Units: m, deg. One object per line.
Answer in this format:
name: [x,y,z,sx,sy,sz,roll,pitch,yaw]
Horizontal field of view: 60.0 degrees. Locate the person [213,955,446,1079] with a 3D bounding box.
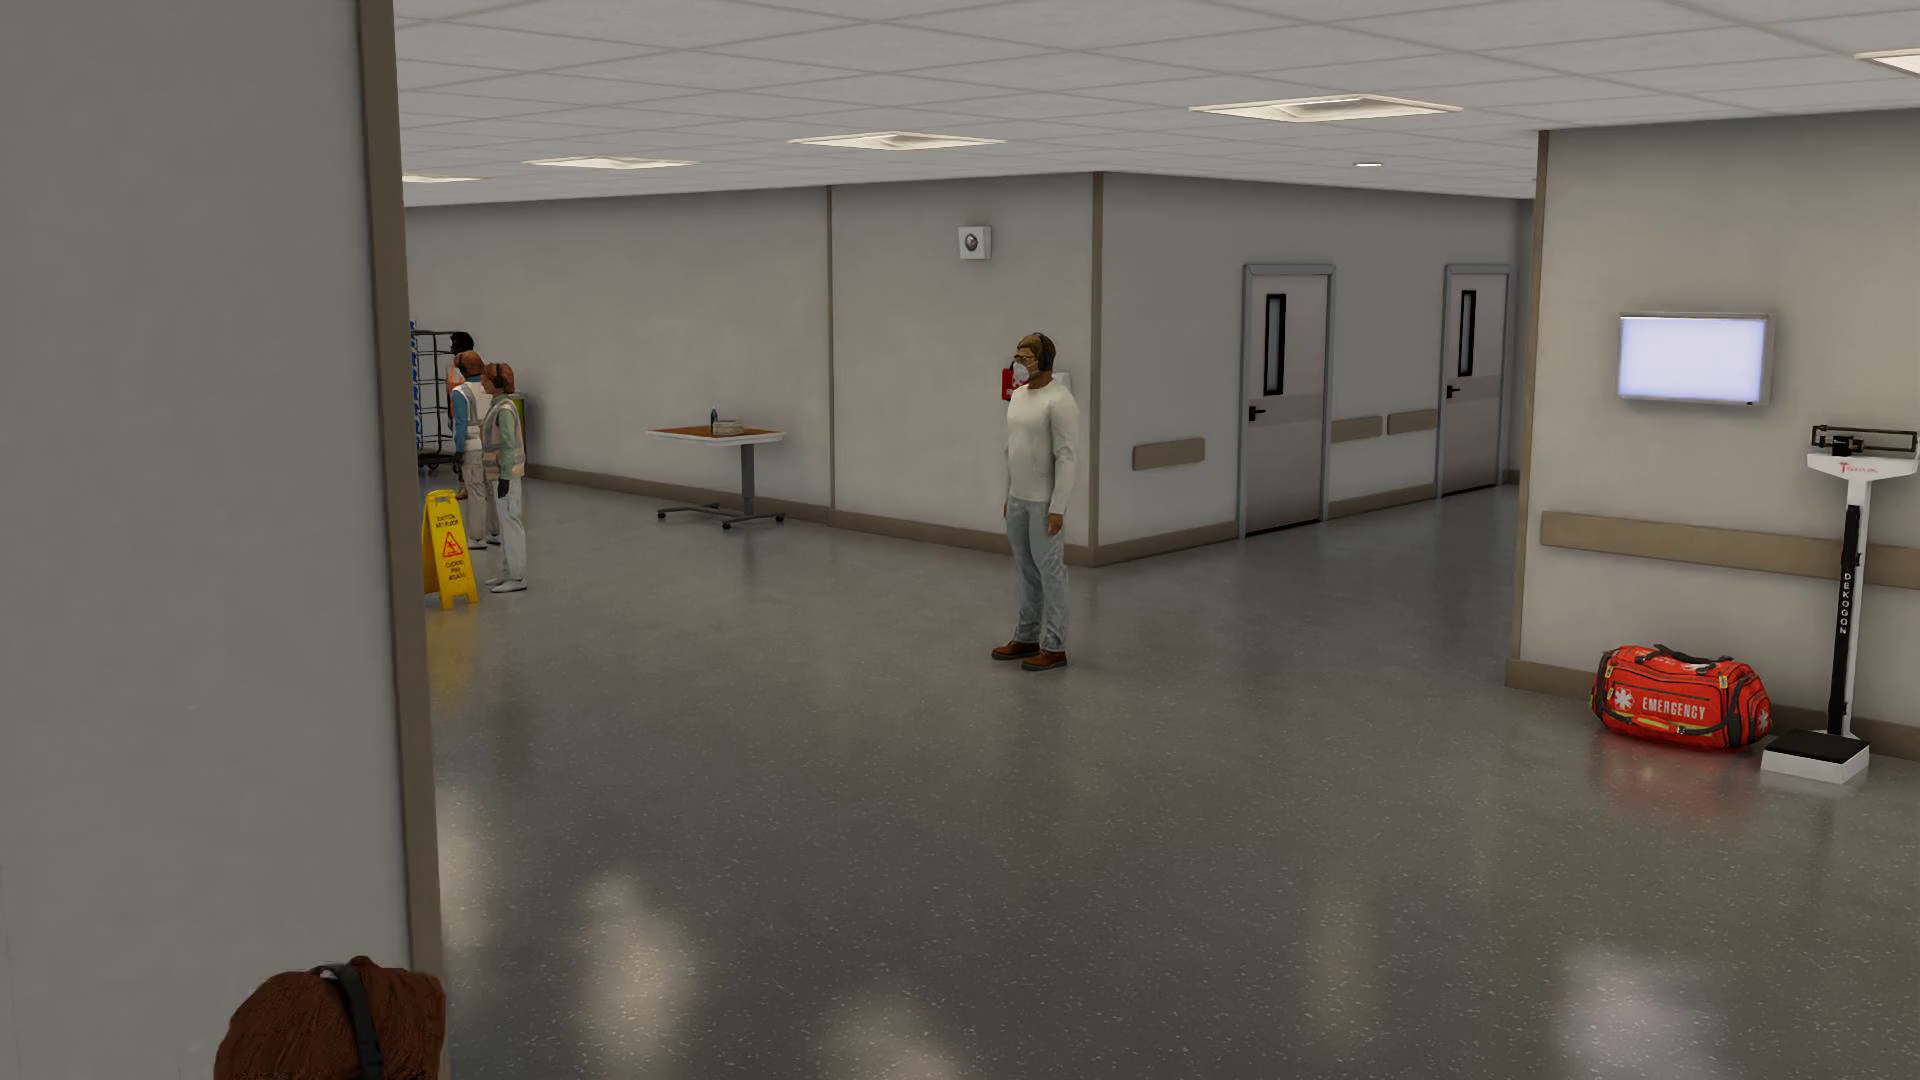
person: [-0.689,1.234,1.729,0.817,1.579,0.550,-4,10,-25]

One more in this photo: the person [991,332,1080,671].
person: [0.440,-0.222,9.585,0.372,1.940,0.632,-5,11,-30]

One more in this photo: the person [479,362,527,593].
person: [-3.259,-0.447,11.879,0.309,1.641,0.514,-4,10,-21]

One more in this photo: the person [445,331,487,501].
person: [-4.873,-1.220,16.471,0.530,1.689,0.321,4,10,25]

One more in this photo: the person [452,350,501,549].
person: [-3.973,-0.740,13.678,0.313,1.639,0.513,4,10,23]
